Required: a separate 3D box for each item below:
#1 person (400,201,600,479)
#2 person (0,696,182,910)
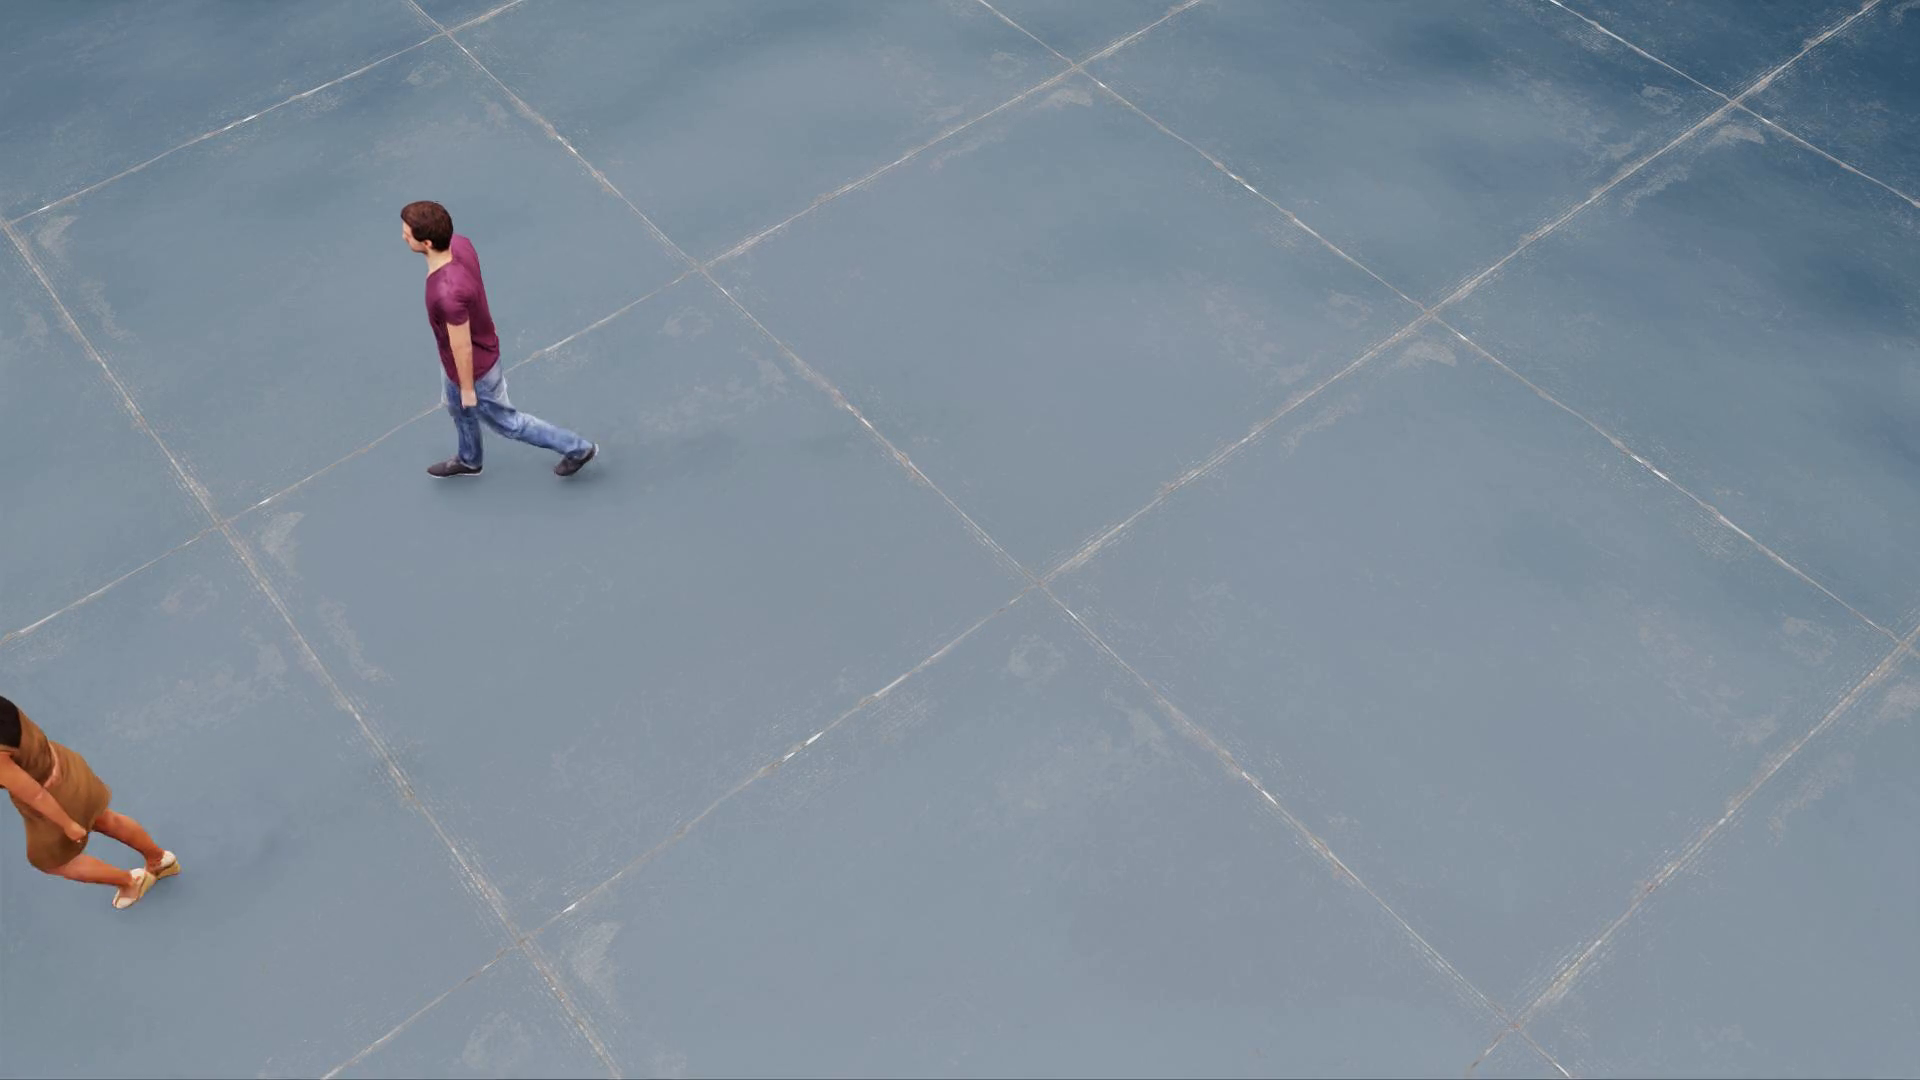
[{"bbox_3d":[-2.290,-0.904,8.090,1.245,1.821,1.032,-9,53,-7],"label":"person"},{"bbox_3d":[-3.562,1.013,6.705,0.698,1.664,0.653,-22,55,-16],"label":"person"}]
